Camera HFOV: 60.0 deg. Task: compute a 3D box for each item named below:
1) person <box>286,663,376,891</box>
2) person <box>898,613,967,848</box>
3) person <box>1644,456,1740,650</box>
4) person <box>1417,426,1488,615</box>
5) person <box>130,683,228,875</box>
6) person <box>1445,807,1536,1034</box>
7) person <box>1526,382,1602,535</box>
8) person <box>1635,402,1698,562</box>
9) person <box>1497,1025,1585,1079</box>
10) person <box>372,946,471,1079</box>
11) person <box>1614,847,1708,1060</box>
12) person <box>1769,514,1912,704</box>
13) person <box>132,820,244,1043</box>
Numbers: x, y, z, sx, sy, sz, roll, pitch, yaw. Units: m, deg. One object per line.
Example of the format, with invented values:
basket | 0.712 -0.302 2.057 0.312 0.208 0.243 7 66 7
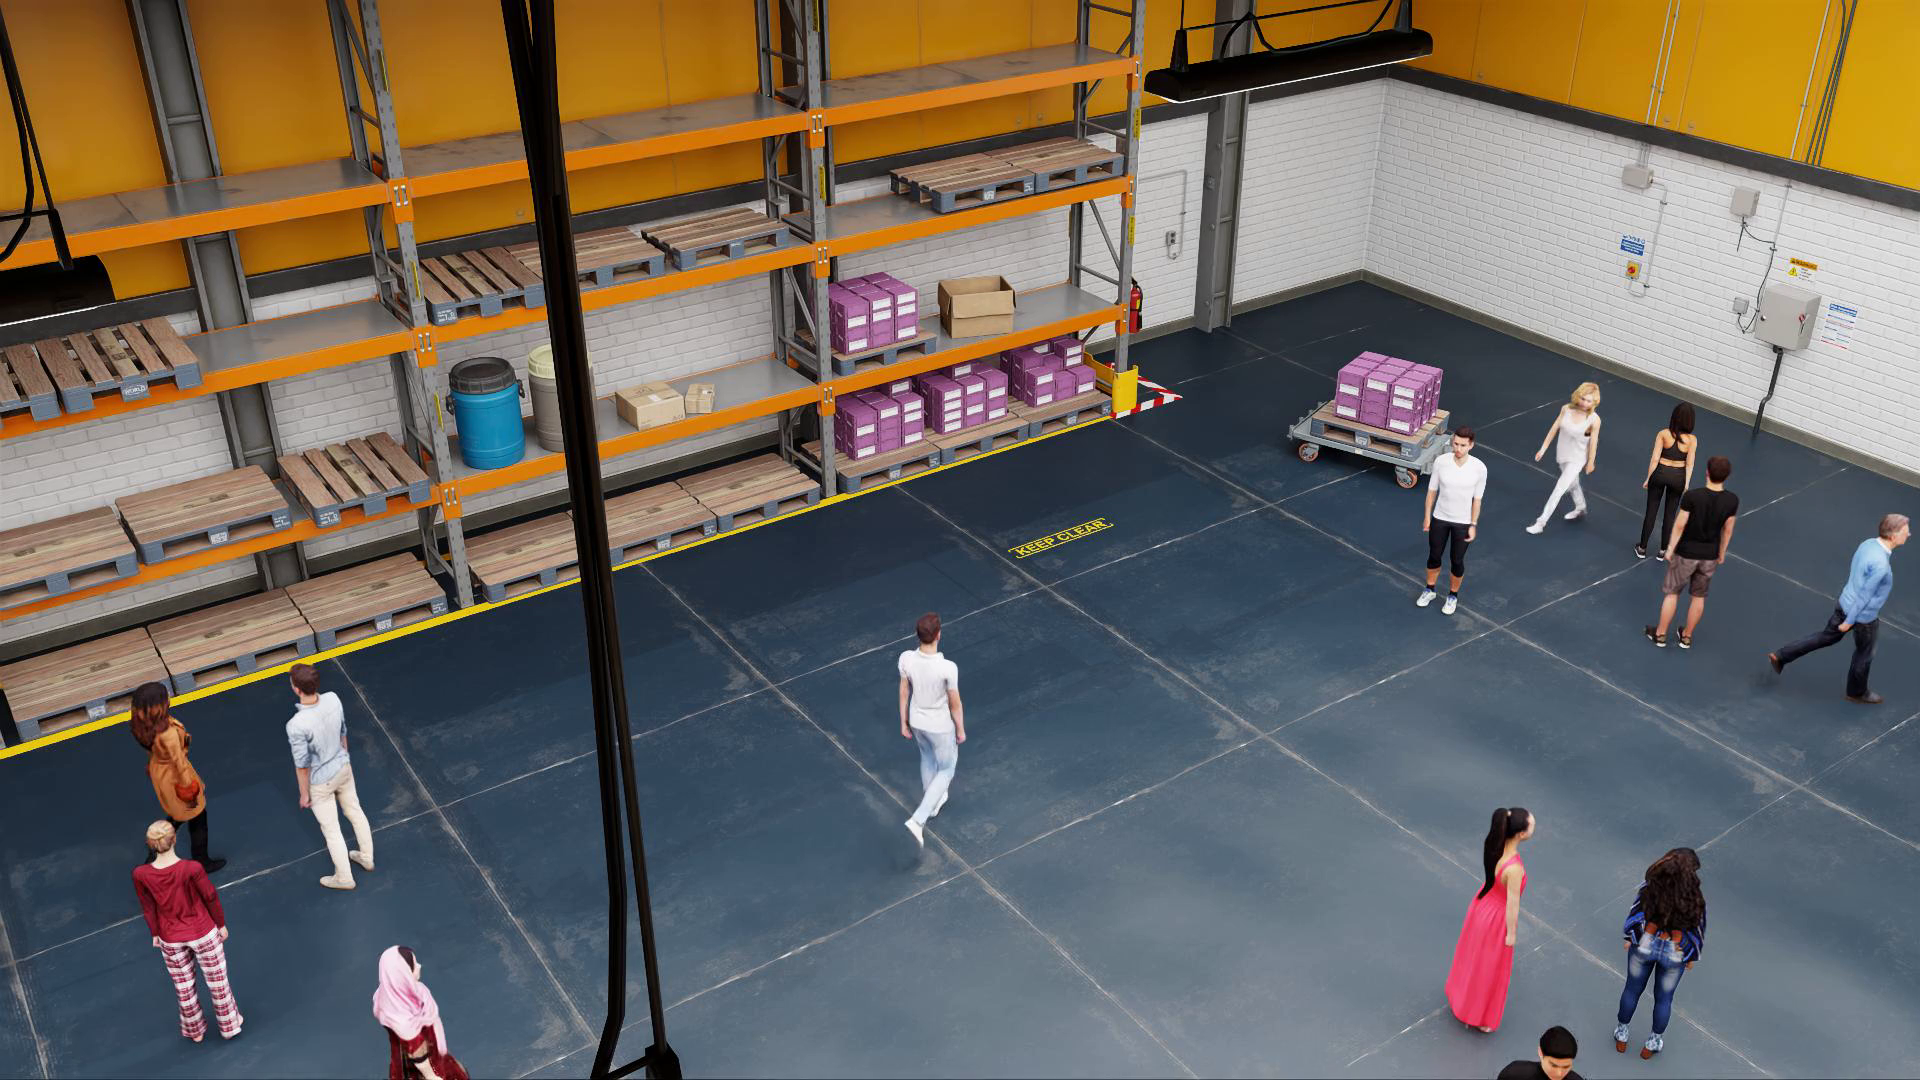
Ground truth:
person | -4.506 1.676 11.855 0.795 1.847 0.673 13 31 23
person | -0.240 1.423 12.337 0.923 1.829 1.137 15 32 26
person | 6.518 0.115 14.702 0.734 1.860 0.817 1 29 2
person | 4.538 -0.206 15.302 0.737 1.848 0.732 14 32 24
person | -5.651 1.776 11.815 0.856 1.708 0.966 19 34 31
person | 3.409 2.415 10.628 0.733 1.723 0.719 -2 29 -4
person | 6.208 -0.843 16.711 1.159 1.617 0.727 -14 31 -23
person | 6.889 -0.578 16.200 0.641 1.642 0.656 11 30 19
person | 3.120 3.270 9.080 0.978 1.705 1.054 7 29 13
person | -3.210 3.046 9.598 1.142 1.602 0.918 -6 29 -10
person | 4.389 2.577 10.441 0.699 1.618 0.693 15 32 26
person | 7.439 0.570 13.953 1.223 1.778 1.168 5 29 9
person | -4.901 2.475 10.544 0.600 1.699 0.742 -5 29 -9
